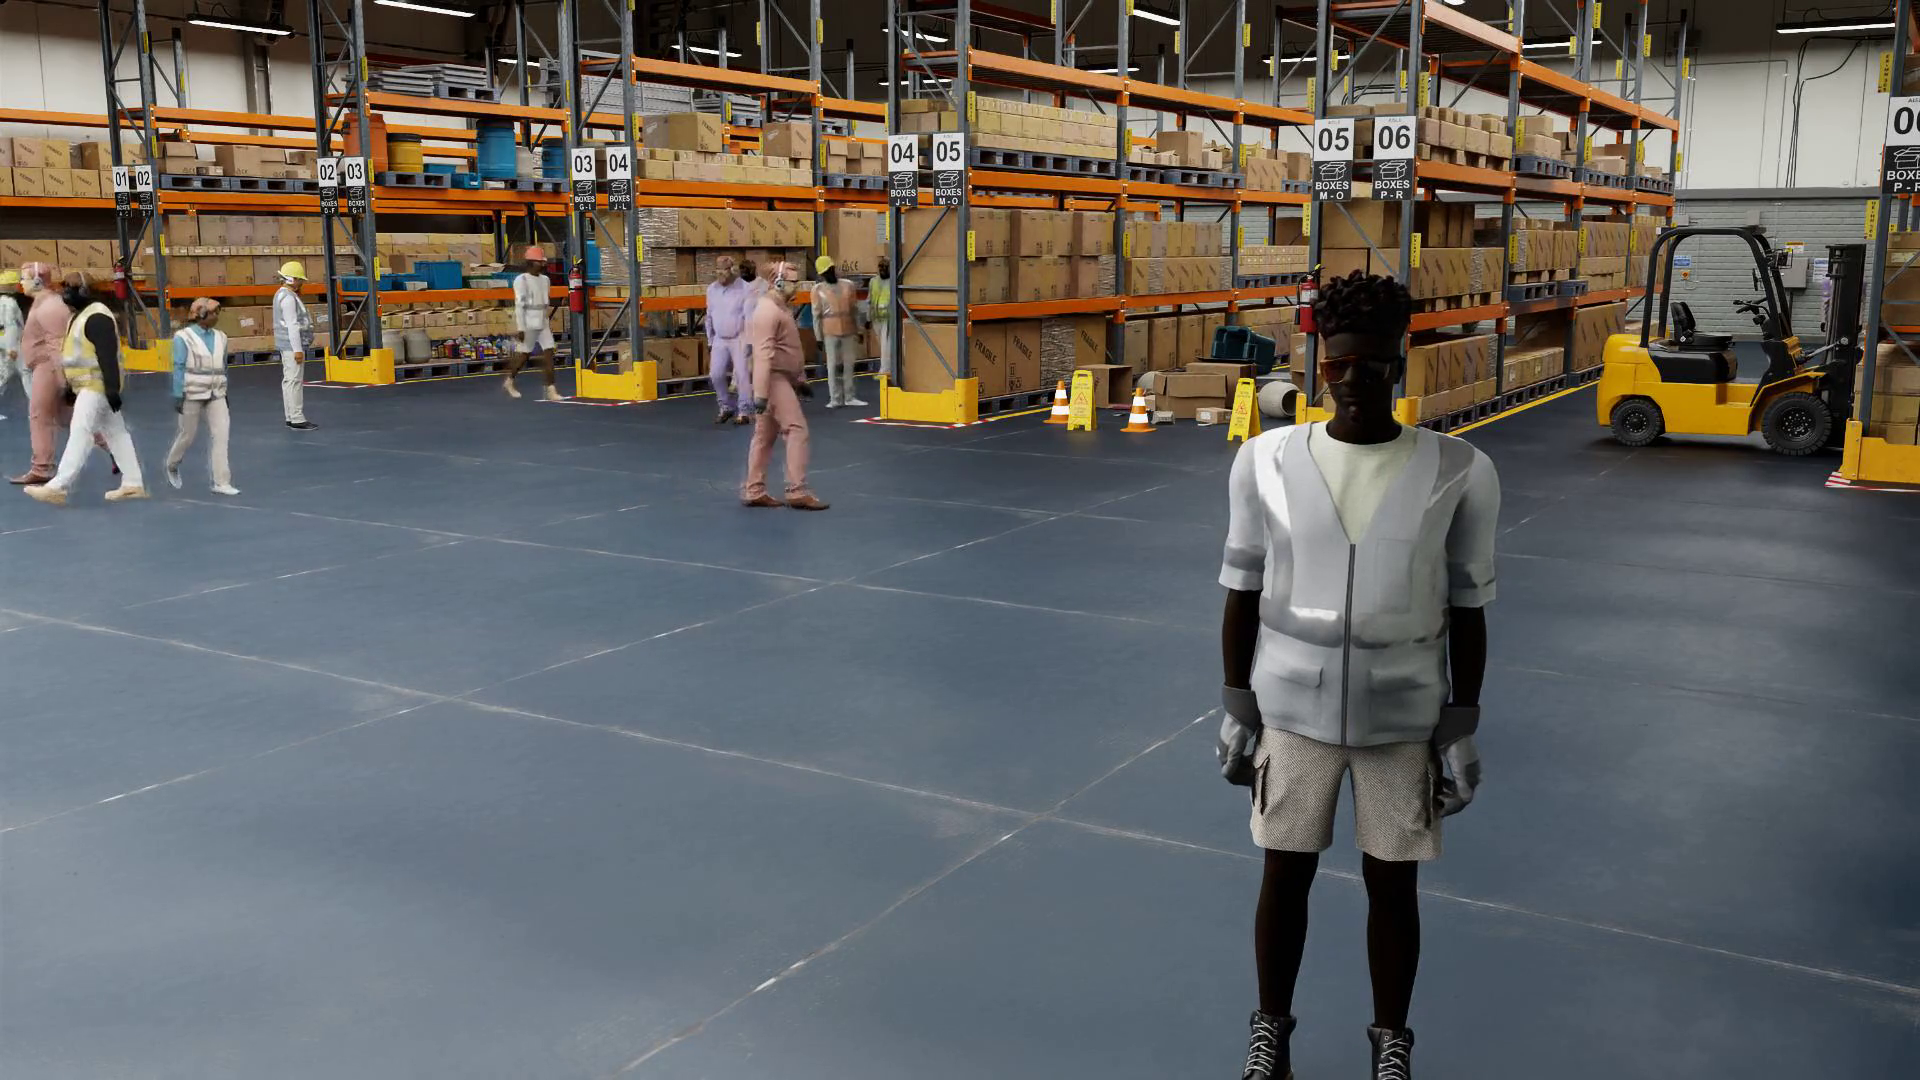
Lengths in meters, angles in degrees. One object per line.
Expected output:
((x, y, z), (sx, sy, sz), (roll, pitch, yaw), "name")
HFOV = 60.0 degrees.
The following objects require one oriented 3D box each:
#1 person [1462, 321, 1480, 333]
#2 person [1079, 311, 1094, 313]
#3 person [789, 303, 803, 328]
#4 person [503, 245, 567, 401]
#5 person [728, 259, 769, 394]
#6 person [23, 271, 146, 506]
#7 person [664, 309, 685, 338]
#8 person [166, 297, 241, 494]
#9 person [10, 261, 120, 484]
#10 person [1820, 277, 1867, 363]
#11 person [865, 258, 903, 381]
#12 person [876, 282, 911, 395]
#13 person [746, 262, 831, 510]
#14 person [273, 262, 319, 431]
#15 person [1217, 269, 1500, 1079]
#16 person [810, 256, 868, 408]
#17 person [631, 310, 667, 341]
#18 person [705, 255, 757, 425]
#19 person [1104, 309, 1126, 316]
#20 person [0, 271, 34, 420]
((9.577, -4.531, 31.323), (0.664, 1.951, 0.586), (6, 12, 29), "person")
((2.139, -3.983, 28.545), (0.524, 1.857, 0.425), (10, 14, 43), "person")
((-2.849, -3.854, 27.819), (0.825, 1.837, 0.597), (-3, 11, -17), "person")
((-5.547, -2.787, 21.450), (0.987, 2.008, 0.625), (6, 12, 31), "person")
((-2.849, -2.844, 22.296), (0.622, 1.806, 0.841), (6, 12, 31), "person")
((-6.838, -1.166, 12.883), (0.918, 1.799, 0.659), (-8, 13, -36), "person")
((-6.148, -5.251, 35.401), (0.546, 1.934, 0.376), (3, 11, 17), "person")
((-6.210, -1.177, 13.534), (0.800, 1.596, 0.545), (6, 12, 29), "person")
((-7.612, -1.417, 14.090), (0.834, 1.878, 0.629), (-4, 11, -19), "person")
((12.640, -3.172, 23.812), (0.590, 1.922, 0.388), (2, 10, 12), "person")
((-1.073, -3.294, 24.802), (0.623, 1.812, 0.852), (6, 12, 32), "person")
((-0.792, -2.883, 22.396), (0.544, 1.846, 0.813), (8, 13, 37), "person")
((-1.292, -1.162, 12.643), (0.794, 1.875, 0.666), (-1, 10, -4), "person")
((-7.214, -2.095, 18.035), (0.403, 1.823, 0.588), (-6, 12, -30), "person")
((0.876, 0.384, 3.750), (0.607, 1.966, 0.367), (3, 11, 16), "person")
((-1.456, -2.555, 20.499), (0.782, 1.872, 0.326), (-5, 11, -27), "person")
((-5.951, -4.589, 31.838), (0.641, 1.899, 1.009), (8, 13, 37), "person")
((-2.555, -2.212, 18.524), (0.686, 1.886, 0.483), (4, 11, 19), "person")
((2.527, -3.839, 27.621), (0.767, 1.893, 0.603), (-8, 13, -40), "person")
((-10.910, -2.214, 19.109), (0.786, 1.731, 0.500), (-9, 14, -43), "person")
